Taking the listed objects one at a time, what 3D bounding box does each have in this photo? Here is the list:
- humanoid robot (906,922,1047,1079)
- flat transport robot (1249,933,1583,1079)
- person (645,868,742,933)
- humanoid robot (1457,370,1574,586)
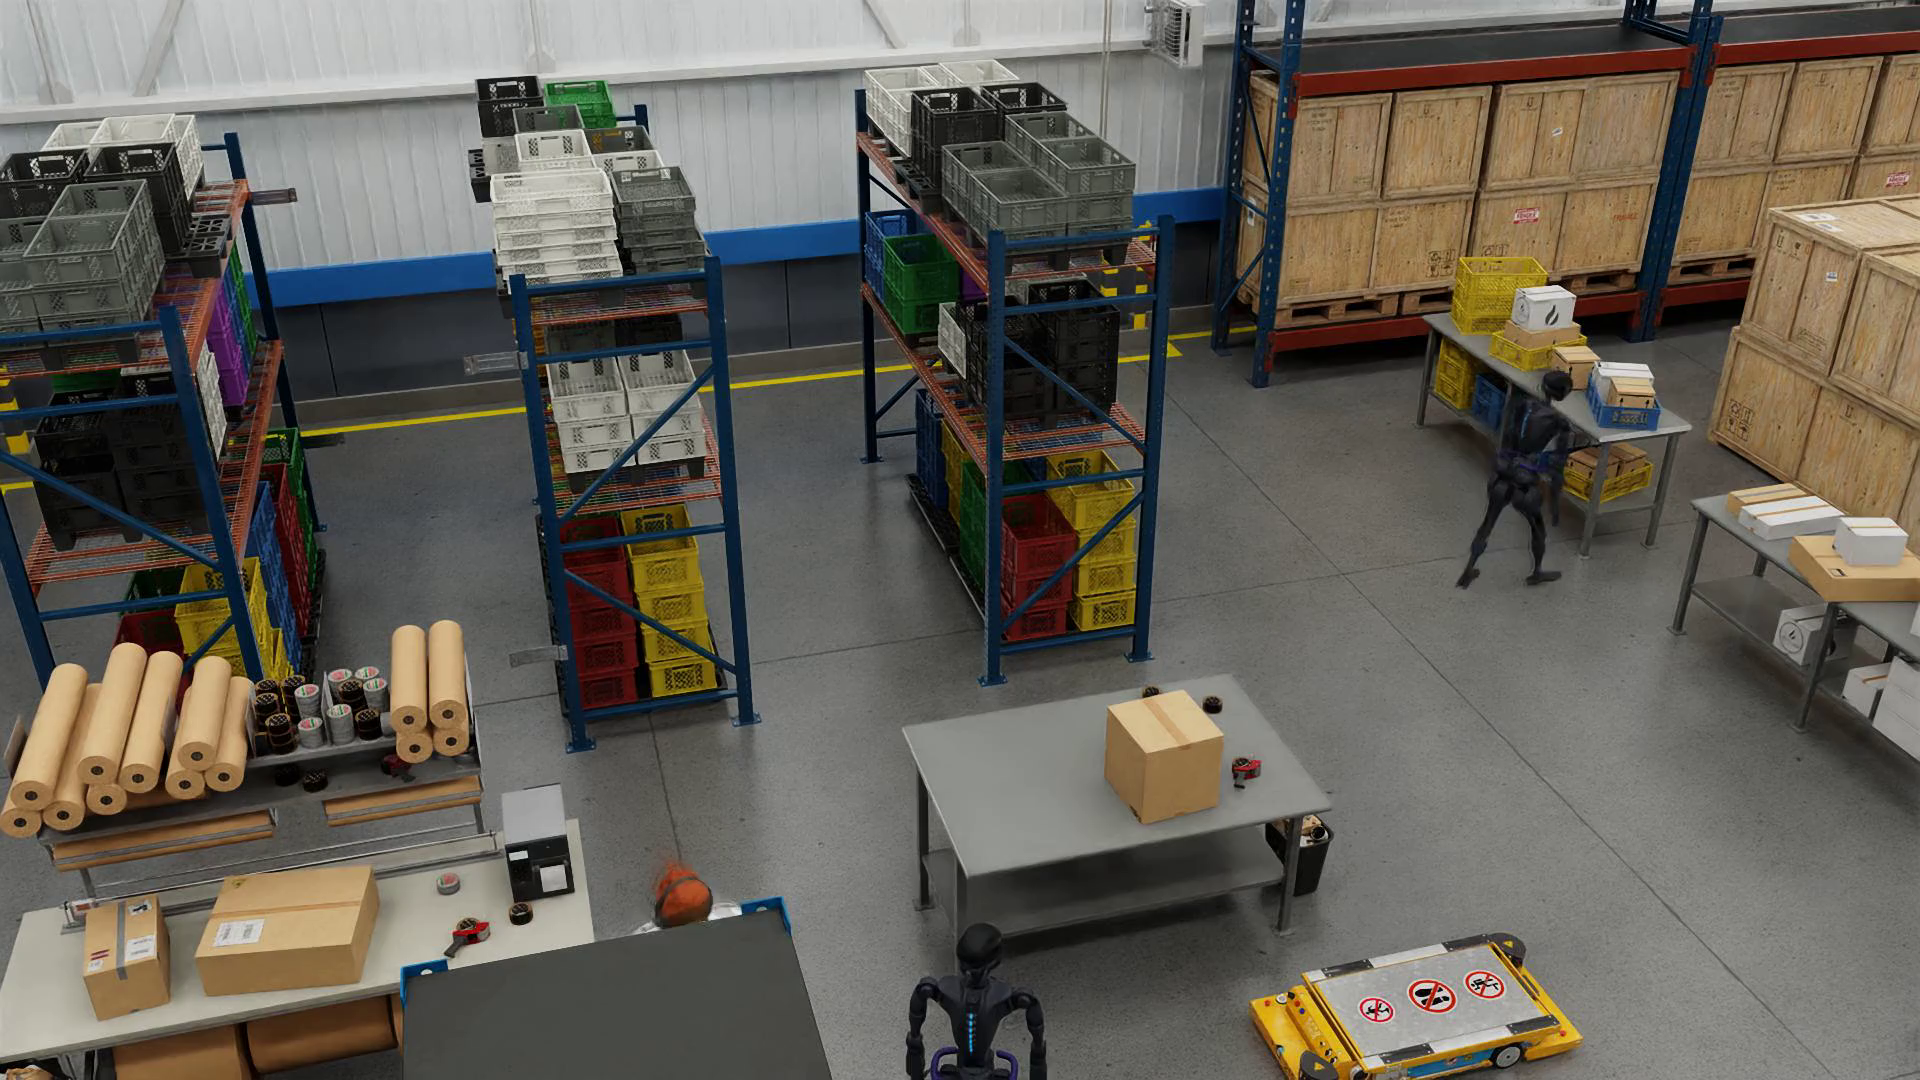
[{"bbox_3d":[0.062,2.204,6.676,0.610,1.656,0.315,3,29,6],"label":"humanoid robot"},{"bbox_3d":[2.184,2.282,7.980,1.431,0.197,0.652,-8,30,-14],"label":"flat transport robot"},{"bbox_3d":[-1.110,2.038,6.801,0.580,1.866,0.595,-17,33,-28],"label":"person"},{"bbox_3d":[3.901,-0.390,11.453,0.677,1.604,0.605,-16,33,-26],"label":"humanoid robot"}]
